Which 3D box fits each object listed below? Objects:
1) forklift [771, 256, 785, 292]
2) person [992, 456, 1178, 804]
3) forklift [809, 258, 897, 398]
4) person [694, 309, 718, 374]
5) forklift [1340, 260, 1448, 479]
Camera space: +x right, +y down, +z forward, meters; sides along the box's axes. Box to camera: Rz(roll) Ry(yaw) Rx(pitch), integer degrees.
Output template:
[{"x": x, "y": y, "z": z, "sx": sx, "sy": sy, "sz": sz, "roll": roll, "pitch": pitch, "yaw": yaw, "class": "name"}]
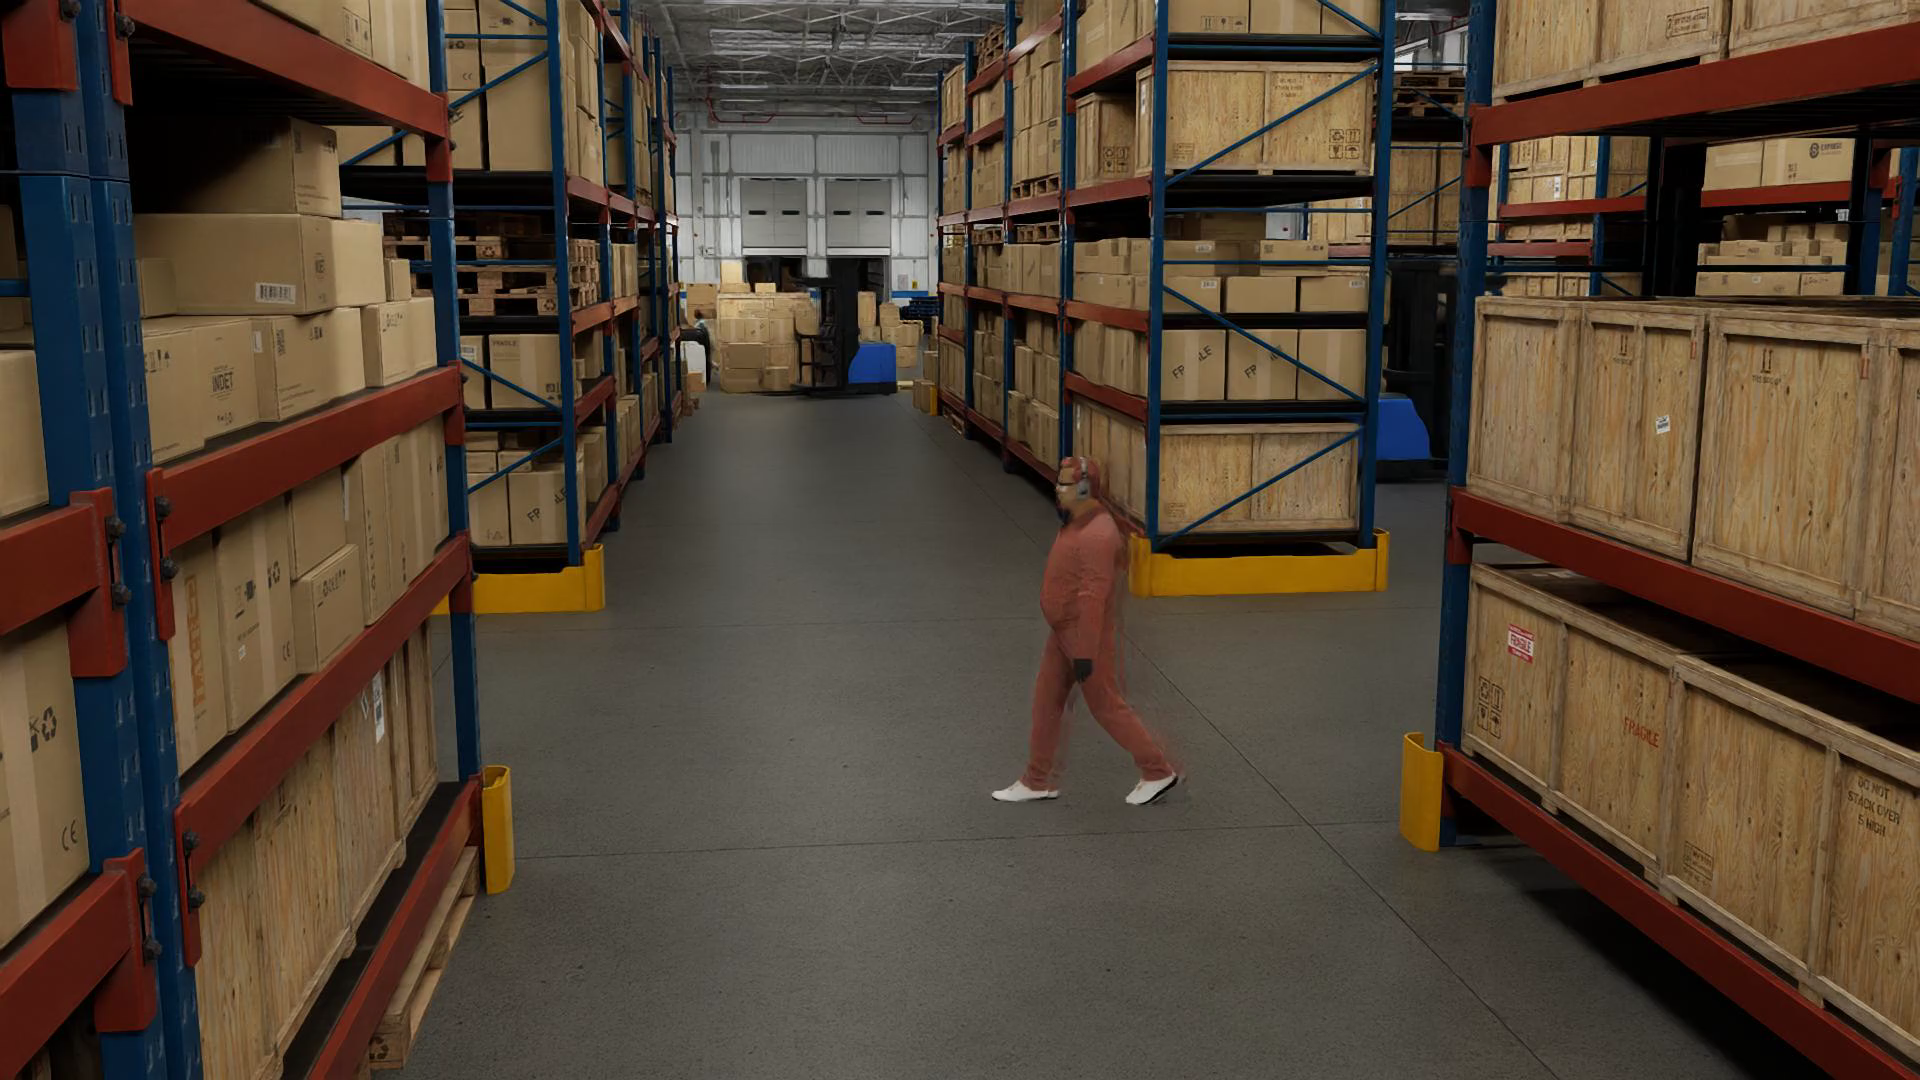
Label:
[{"x": -6.462, "y": -8.662, "z": 58.992, "sx": 1.873, "sy": 2.768, "sz": 1.129, "roll": 0, "pitch": 10, "yaw": 0, "class": "forklift"}, {"x": 0.694, "y": 0.484, "z": 8.699, "sx": 0.959, "sy": 1.871, "sz": 0.653, "roll": -1, "pitch": 10, "yaw": -7, "class": "person"}, {"x": -2.307, "y": -4.330, "z": 33.776, "sx": 1.873, "sy": 2.768, "sz": 1.129, "roll": -4, "pitch": 10, "yaw": -20, "class": "forklift"}, {"x": -6.111, "y": -4.691, "z": 39.560, "sx": 0.668, "sy": 1.620, "sz": 0.523, "roll": -3, "pitch": 10, "yaw": -18, "class": "person"}, {"x": 5.753, "y": -2.195, "z": 21.346, "sx": 1.873, "sy": 2.768, "sz": 1.129, "roll": -1, "pitch": 10, "yaw": -7, "class": "forklift"}]
